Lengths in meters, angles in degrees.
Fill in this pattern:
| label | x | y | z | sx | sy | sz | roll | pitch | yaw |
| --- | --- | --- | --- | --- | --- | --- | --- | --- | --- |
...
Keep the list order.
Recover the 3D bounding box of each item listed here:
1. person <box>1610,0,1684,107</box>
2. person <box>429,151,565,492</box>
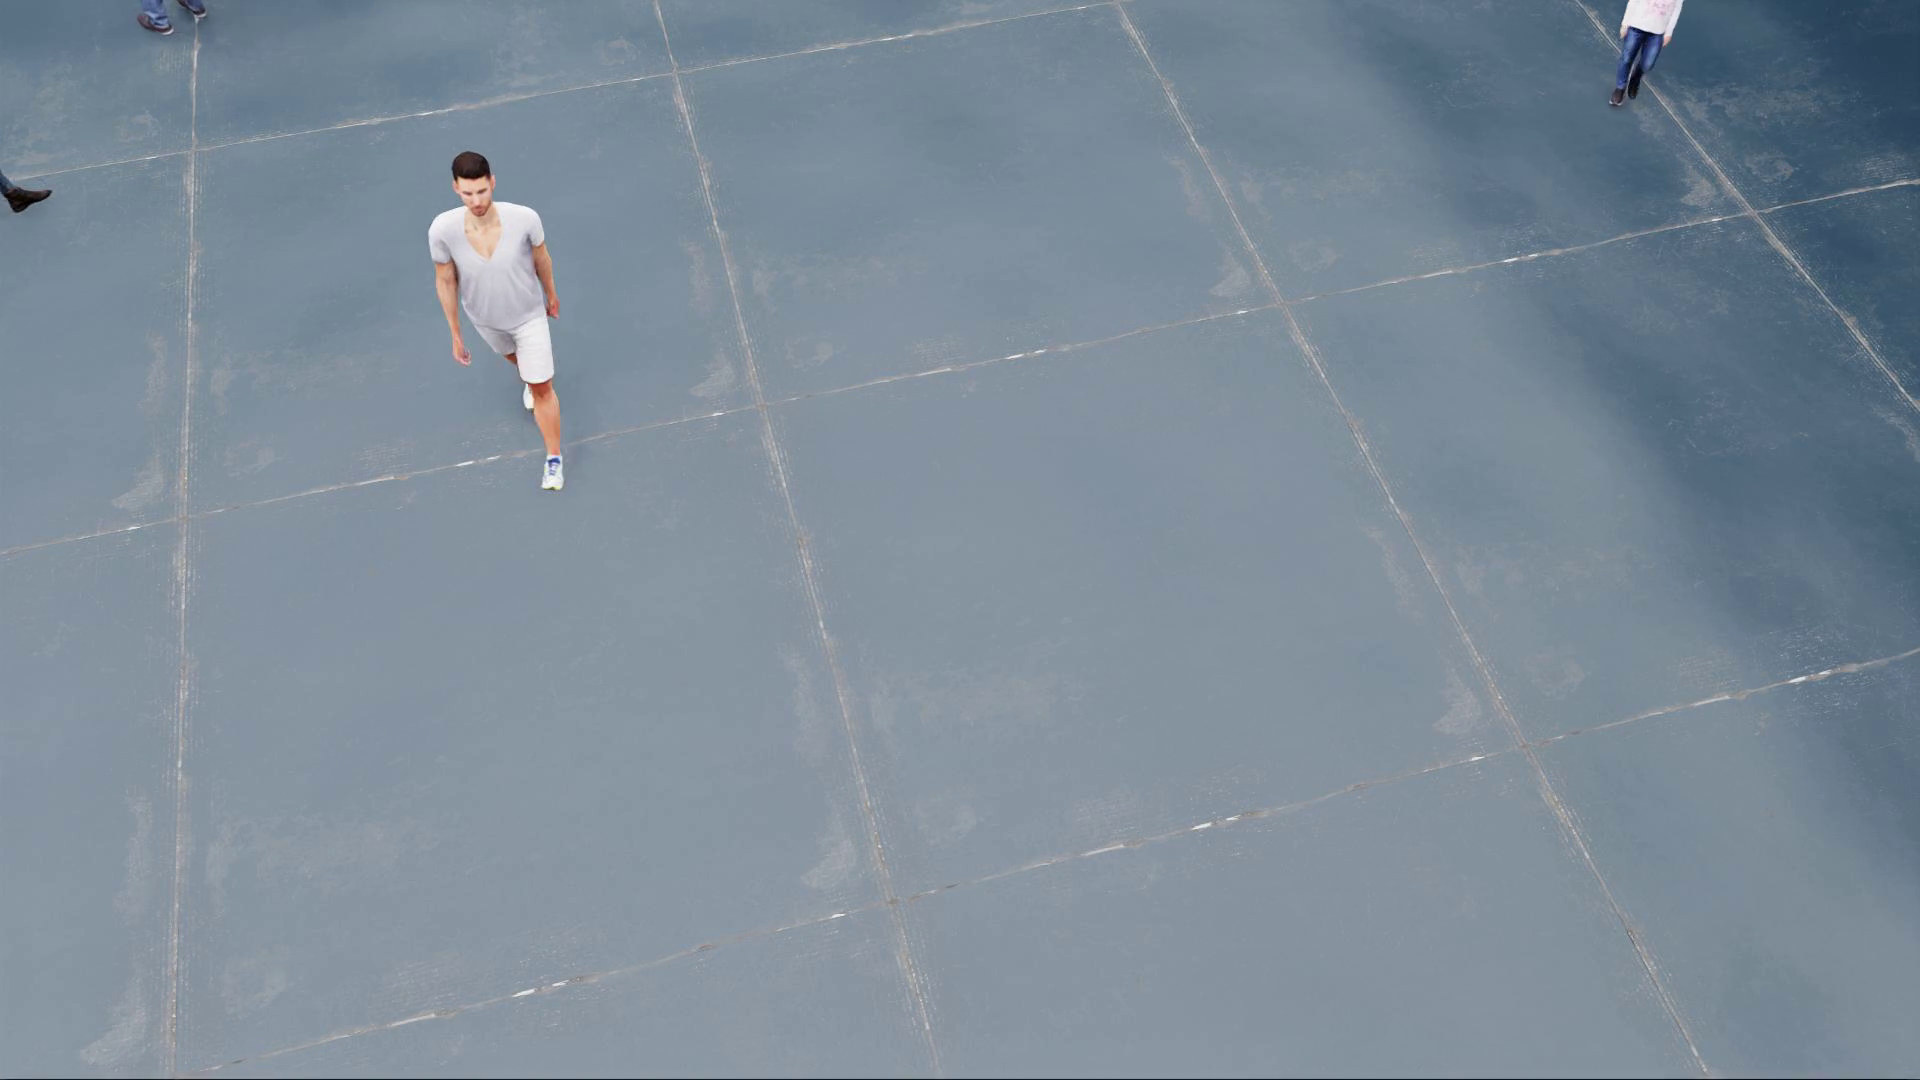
| label | x | y | z | sx | sy | sz | roll | pitch | yaw |
| --- | --- | --- | --- | --- | --- | --- | --- | --- | --- |
| person | 4.217 | -3.180 | 10.159 | 0.545 | 1.109 | 0.601 | 20 | 55 | 15 |
| person | -2.243 | -1.200 | 8.192 | 0.791 | 1.795 | 1.262 | -6 | 53 | -5 |
